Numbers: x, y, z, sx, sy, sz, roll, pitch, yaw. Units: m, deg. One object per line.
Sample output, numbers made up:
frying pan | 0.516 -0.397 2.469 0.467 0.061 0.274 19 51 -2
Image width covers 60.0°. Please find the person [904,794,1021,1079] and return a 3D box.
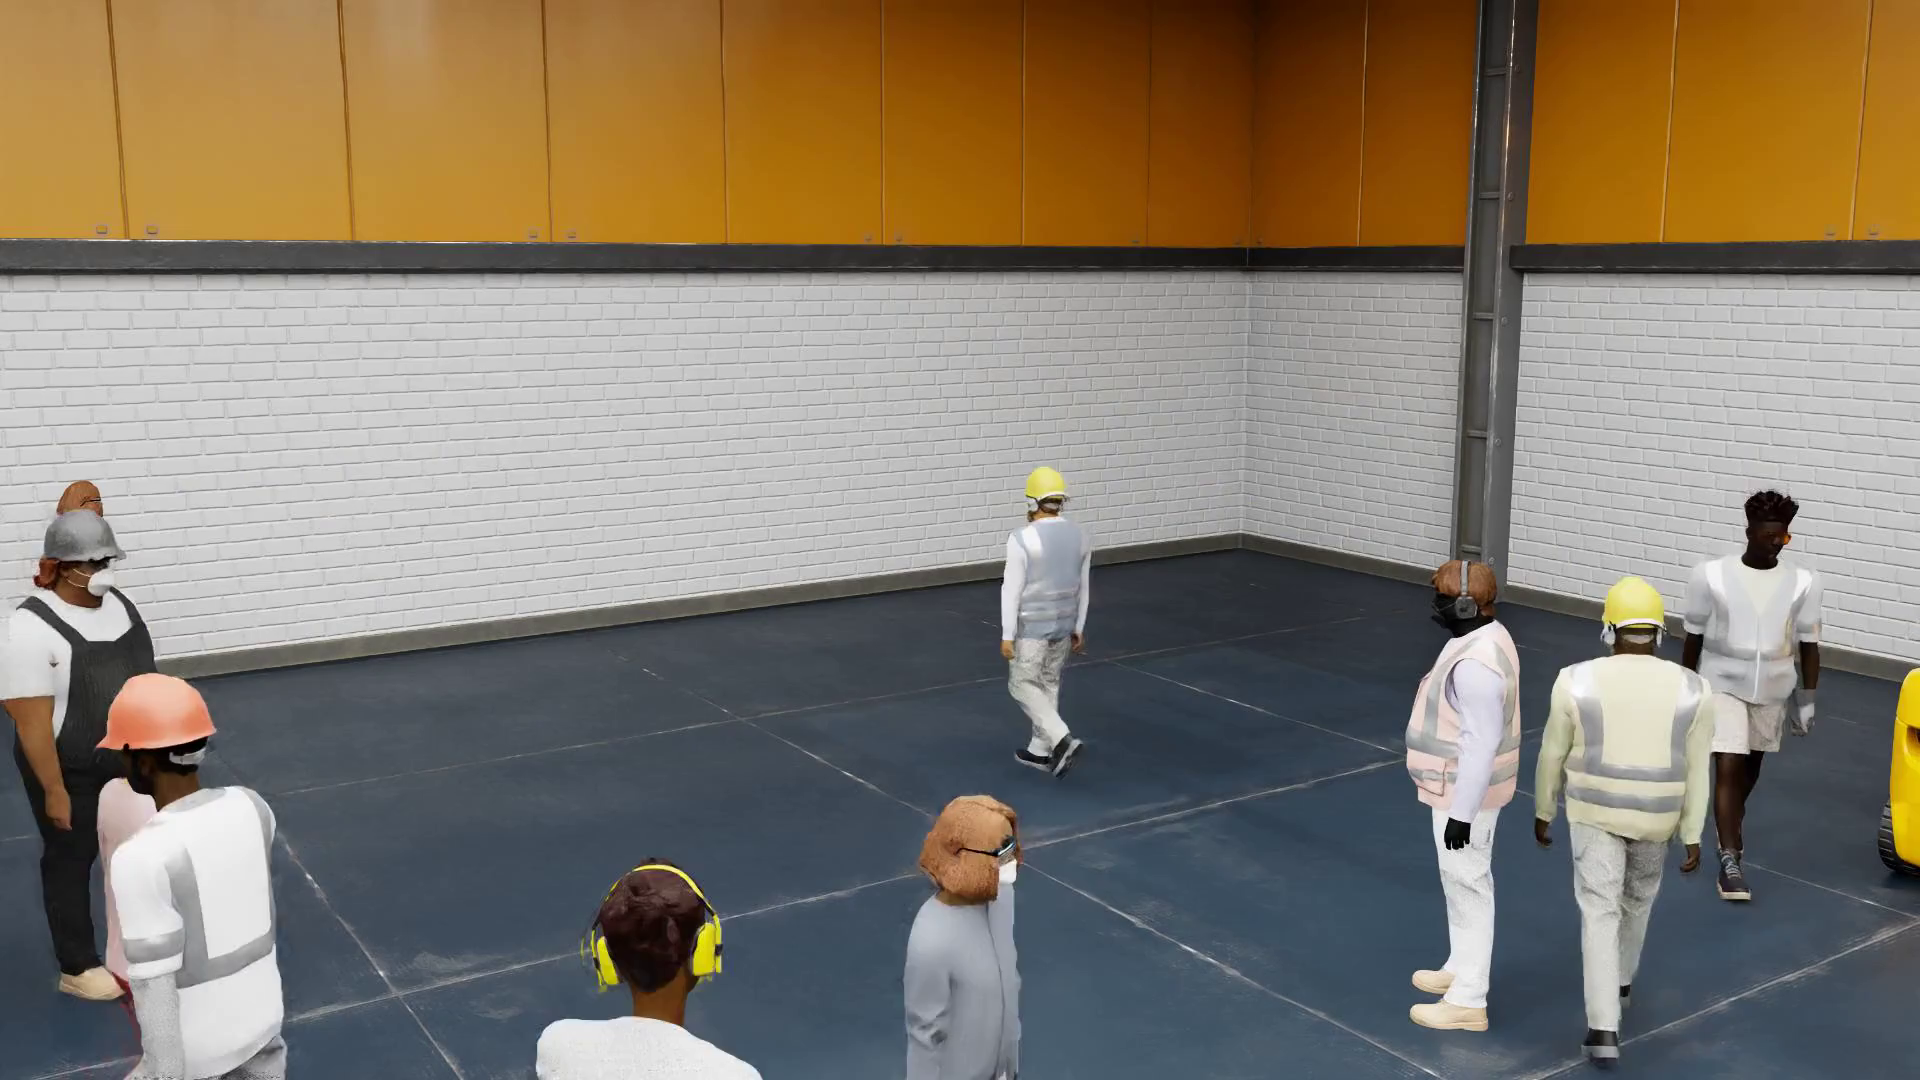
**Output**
person | -0.036 1.438 4.451 0.670 1.613 0.509 5 11 27

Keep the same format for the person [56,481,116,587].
person | -5.423 0.443 10.361 0.508 1.632 0.270 5 11 27

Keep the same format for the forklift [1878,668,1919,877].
forklift | 5.511 0.571 7.906 2.313 2.155 1.214 -6 11 -33

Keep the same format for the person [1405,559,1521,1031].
person | 1.953 0.982 6.495 0.429 1.839 0.634 3 10 18

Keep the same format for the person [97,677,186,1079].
person | -2.413 1.277 4.991 0.538 1.748 0.505 9 13 43

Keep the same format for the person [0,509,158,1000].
person | -3.372 0.863 6.607 0.739 2.000 0.697 3 10 17

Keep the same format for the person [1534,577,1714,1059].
person | 2.522 1.037 6.350 0.605 1.791 0.938 2 10 11

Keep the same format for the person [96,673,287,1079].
person | -2.061 1.291 4.436 0.699 1.907 0.558 3 10 20

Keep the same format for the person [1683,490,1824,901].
person | 3.814 0.695 8.035 0.605 1.908 1.040 2 10 12

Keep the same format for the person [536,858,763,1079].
person | -0.569 1.519 3.277 0.496 1.843 0.556 2 10 15

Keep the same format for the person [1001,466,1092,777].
person | 0.514 0.484 9.575 0.604 1.811 0.616 -7 12 -36
